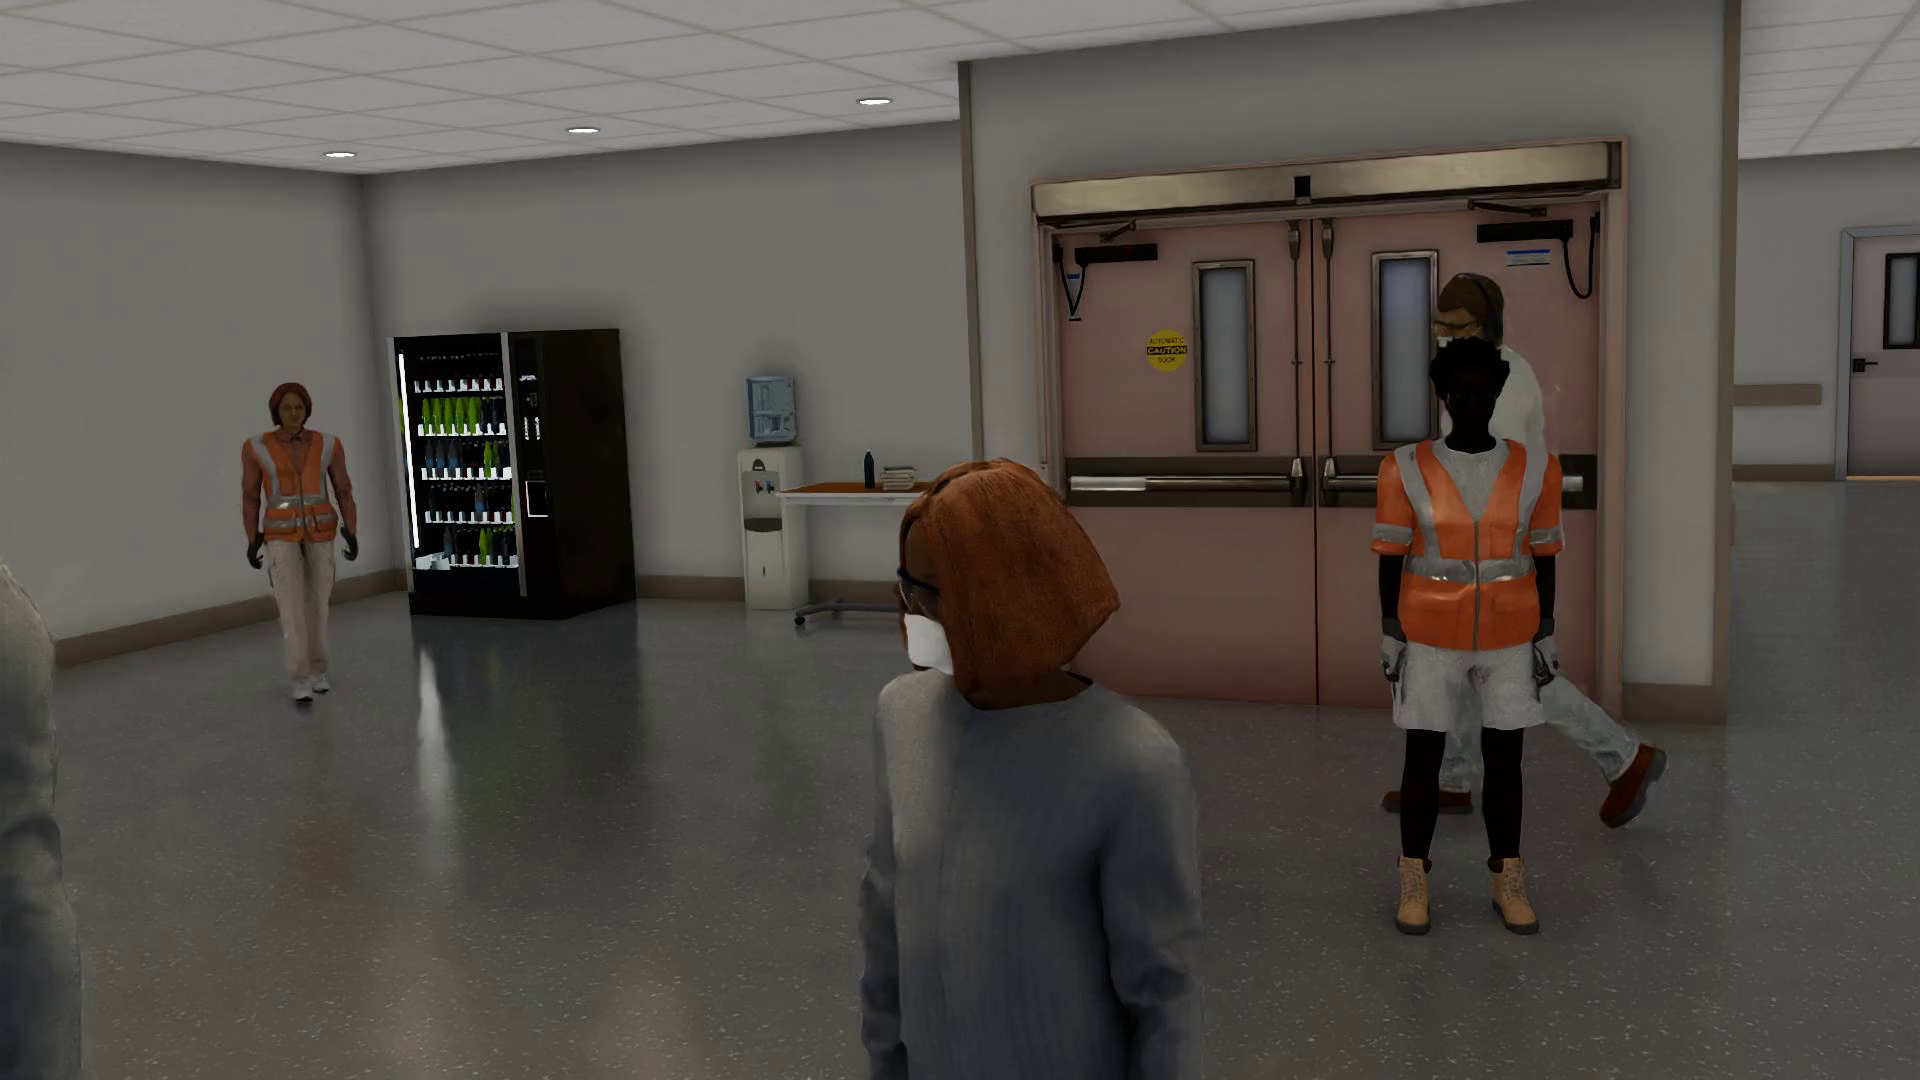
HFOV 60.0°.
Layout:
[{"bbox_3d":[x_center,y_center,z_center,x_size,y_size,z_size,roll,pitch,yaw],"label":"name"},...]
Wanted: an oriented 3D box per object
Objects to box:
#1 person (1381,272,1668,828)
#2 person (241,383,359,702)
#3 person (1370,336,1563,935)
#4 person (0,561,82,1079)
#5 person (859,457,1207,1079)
[{"bbox_3d":[1.880,0.050,5.570,0.824,1.905,0.638,-1,8,10],"label":"person"},{"bbox_3d":[-3.333,0.013,8.488,0.540,1.614,0.674,-7,9,-34],"label":"person"},{"bbox_3d":[1.444,0.275,4.729,0.533,1.697,0.318,-1,7,7],"label":"person"},{"bbox_3d":[-1.259,0.654,1.782,0.625,1.931,0.378,-4,8,-10],"label":"person"},{"bbox_3d":[0.071,0.713,2.023,0.498,1.633,0.282,5,10,43],"label":"person"}]
